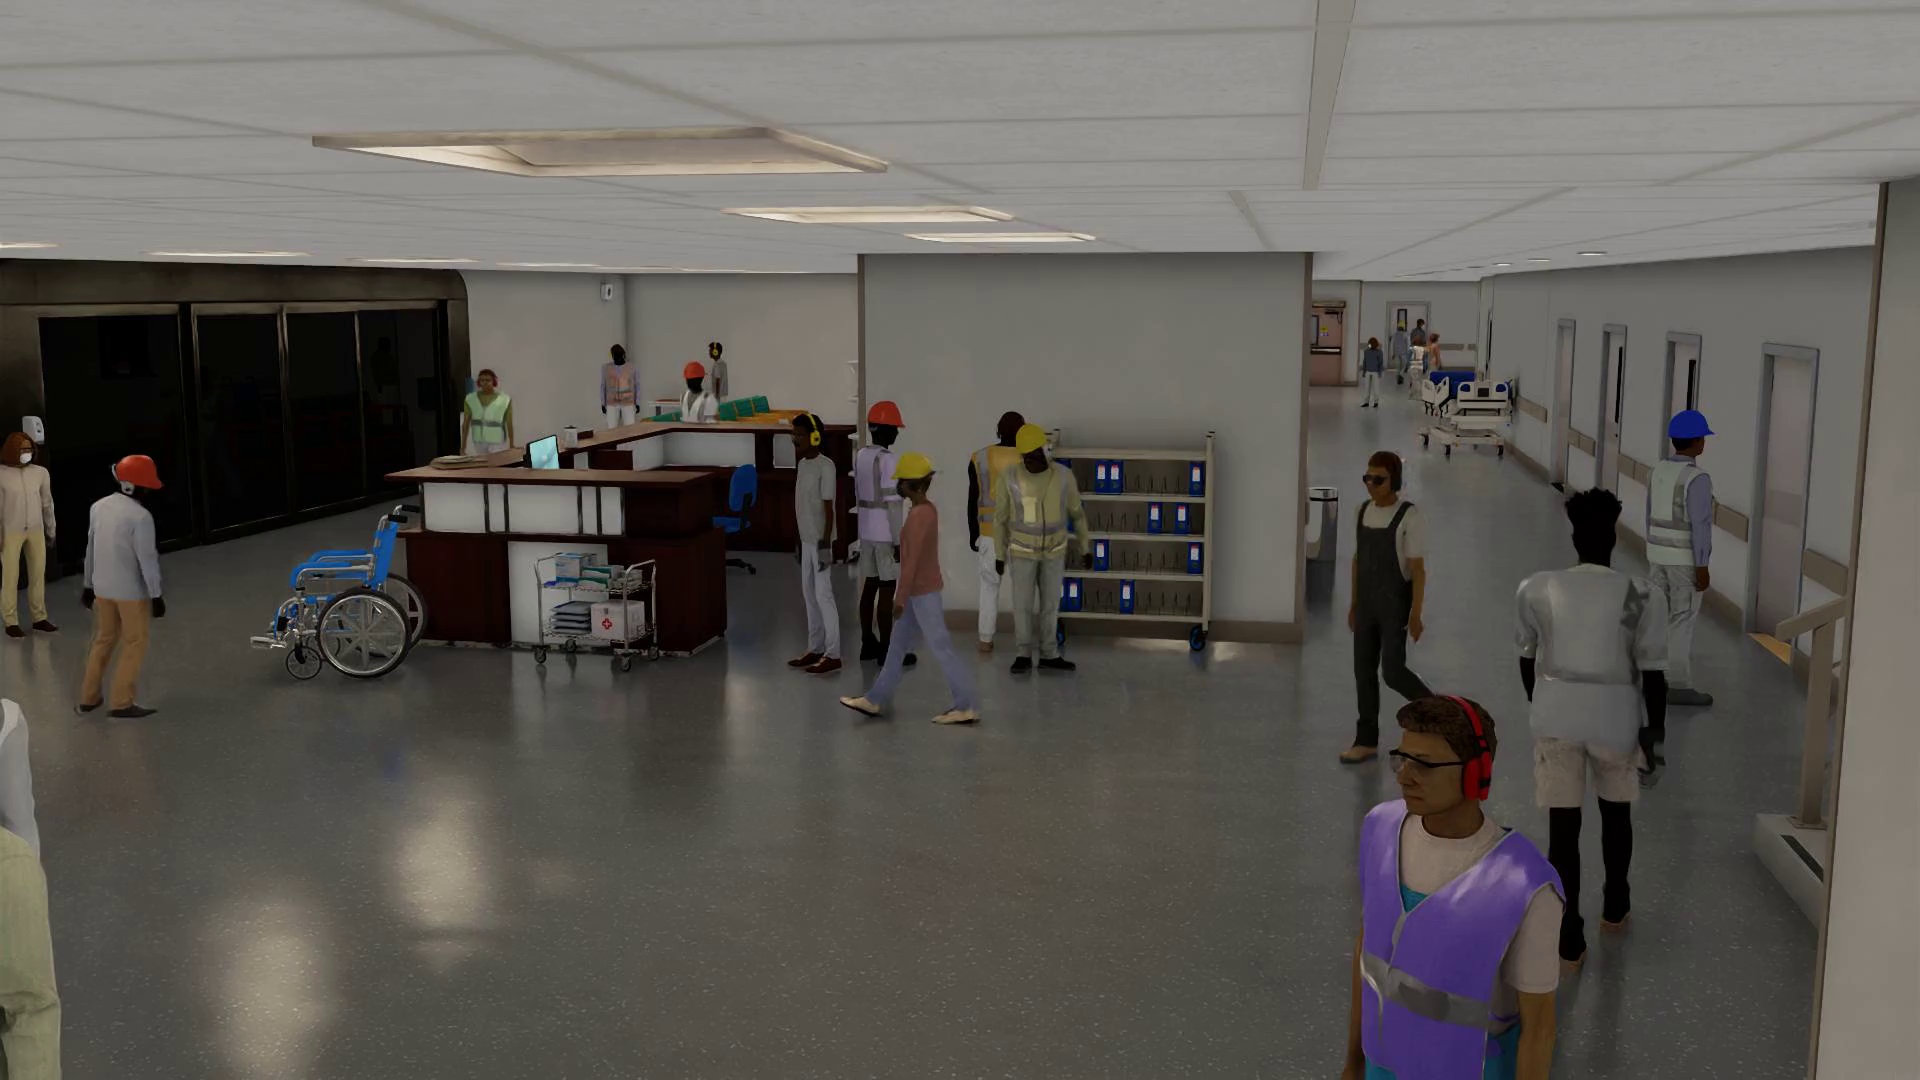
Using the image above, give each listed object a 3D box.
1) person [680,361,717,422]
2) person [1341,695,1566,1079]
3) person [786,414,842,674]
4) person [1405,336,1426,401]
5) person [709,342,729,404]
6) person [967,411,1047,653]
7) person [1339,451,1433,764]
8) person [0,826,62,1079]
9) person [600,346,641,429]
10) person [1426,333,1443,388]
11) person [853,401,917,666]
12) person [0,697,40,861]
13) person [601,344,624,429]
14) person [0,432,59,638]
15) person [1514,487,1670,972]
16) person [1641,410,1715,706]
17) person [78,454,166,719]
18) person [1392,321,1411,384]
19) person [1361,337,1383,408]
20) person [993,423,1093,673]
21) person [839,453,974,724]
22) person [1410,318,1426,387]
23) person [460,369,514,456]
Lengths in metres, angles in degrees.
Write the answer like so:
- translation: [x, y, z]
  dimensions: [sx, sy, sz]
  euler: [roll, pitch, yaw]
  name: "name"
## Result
- translation: [-3.056, -1.106, 19.222]
  dimensions: [0.561, 1.918, 0.402]
  euler: [6, 11, 36]
  name: "person"
- translation: [1.108, 1.252, 3.818]
  dimensions: [0.390, 1.847, 0.563]
  euler: [-5, 10, -30]
  name: "person"
- translation: [-1.052, 0.024, 11.925]
  dimensions: [0.333, 1.864, 0.505]
  euler: [-5, 10, -30]
  name: "person"
- translation: [11.324, -4.248, 41.128]
  dimensions: [0.505, 1.600, 0.845]
  euler: [-4, 9, -24]
  name: "person"
- translation: [-4.072, -2.397, 28.007]
  dimensions: [0.333, 1.860, 0.521]
  euler: [0, 9, 3]
  name: "person"
- translation: [0.369, -0.053, 12.539]
  dimensions: [0.629, 1.837, 0.429]
  euler: [1, 9, 6]
  name: "person"
- translation: [2.510, 0.382, 9.647]
  dimensions: [0.627, 1.828, 0.516]
  euler: [-6, 10, -33]
  name: "person"
- translation: [-2.196, 1.220, 3.530]
  dimensions: [0.612, 1.997, 0.375]
  euler: [2, 9, 12]
  name: "person"
- translation: [-5.424, -2.174, 26.570]
  dimensions: [0.637, 1.842, 0.429]
  euler: [0, 9, -3]
  name: "person"
- translation: [12.050, -4.430, 42.264]
  dimensions: [0.382, 1.626, 0.520]
  euler: [-1, 9, -6]
  name: "person"
- translation: [-0.556, -0.049, 12.157]
  dimensions: [0.359, 1.936, 0.544]
  euler: [-6, 10, -33]
  name: "person"
- translation: [-3.015, 1.079, 4.884]
  dimensions: [0.568, 1.878, 0.351]
  euler: [-5, 10, -28]
  name: "person"
- translation: [-5.593, -2.260, 27.109]
  dimensions: [0.520, 1.856, 0.333]
  euler: [-1, 9, -4]
  name: "person"
- translation: [-7.417, -0.046, 13.178]
  dimensions: [0.285, 1.627, 0.504]
  euler: [5, 10, 32]
  name: "person"
- translation: [2.613, 0.743, 6.913]
  dimensions: [0.610, 1.918, 0.907]
  euler: [4, 9, 23]
  name: "person"
- translation: [4.763, 0.115, 11.016]
  dimensions: [0.381, 1.951, 0.607]
  euler: [-2, 9, -11]
  name: "person"
- translation: [-5.354, 0.296, 10.628]
  dimensions: [0.687, 1.703, 0.408]
  euler: [5, 10, 28]
  name: "person"
- translation: [12.754, -5.397, 48.014]
  dimensions: [0.644, 1.818, 0.519]
  euler: [8, 12, 43]
  name: "person"
- translation: [9.580, -3.888, 38.630]
  dimensions: [0.502, 1.632, 0.284]
  euler: [8, 12, 42]
  name: "person"
- translation: [0.587, 0.068, 11.816]
  dimensions: [0.704, 1.810, 0.413]
  euler: [-2, 9, -11]
  name: "person"
- translation: [-0.316, 0.312, 10.458]
  dimensions: [0.895, 1.711, 0.543]
  euler: [1, 9, 5]
  name: "person"
- translation: [12.869, -5.251, 46.714]
  dimensions: [0.629, 1.930, 0.388]
  euler: [-8, 12, -43]
  name: "person"
- translation: [-5.660, -1.155, 19.980]
  dimensions: [0.573, 1.795, 0.987]
  euler: [0, 9, 3]
  name: "person"
